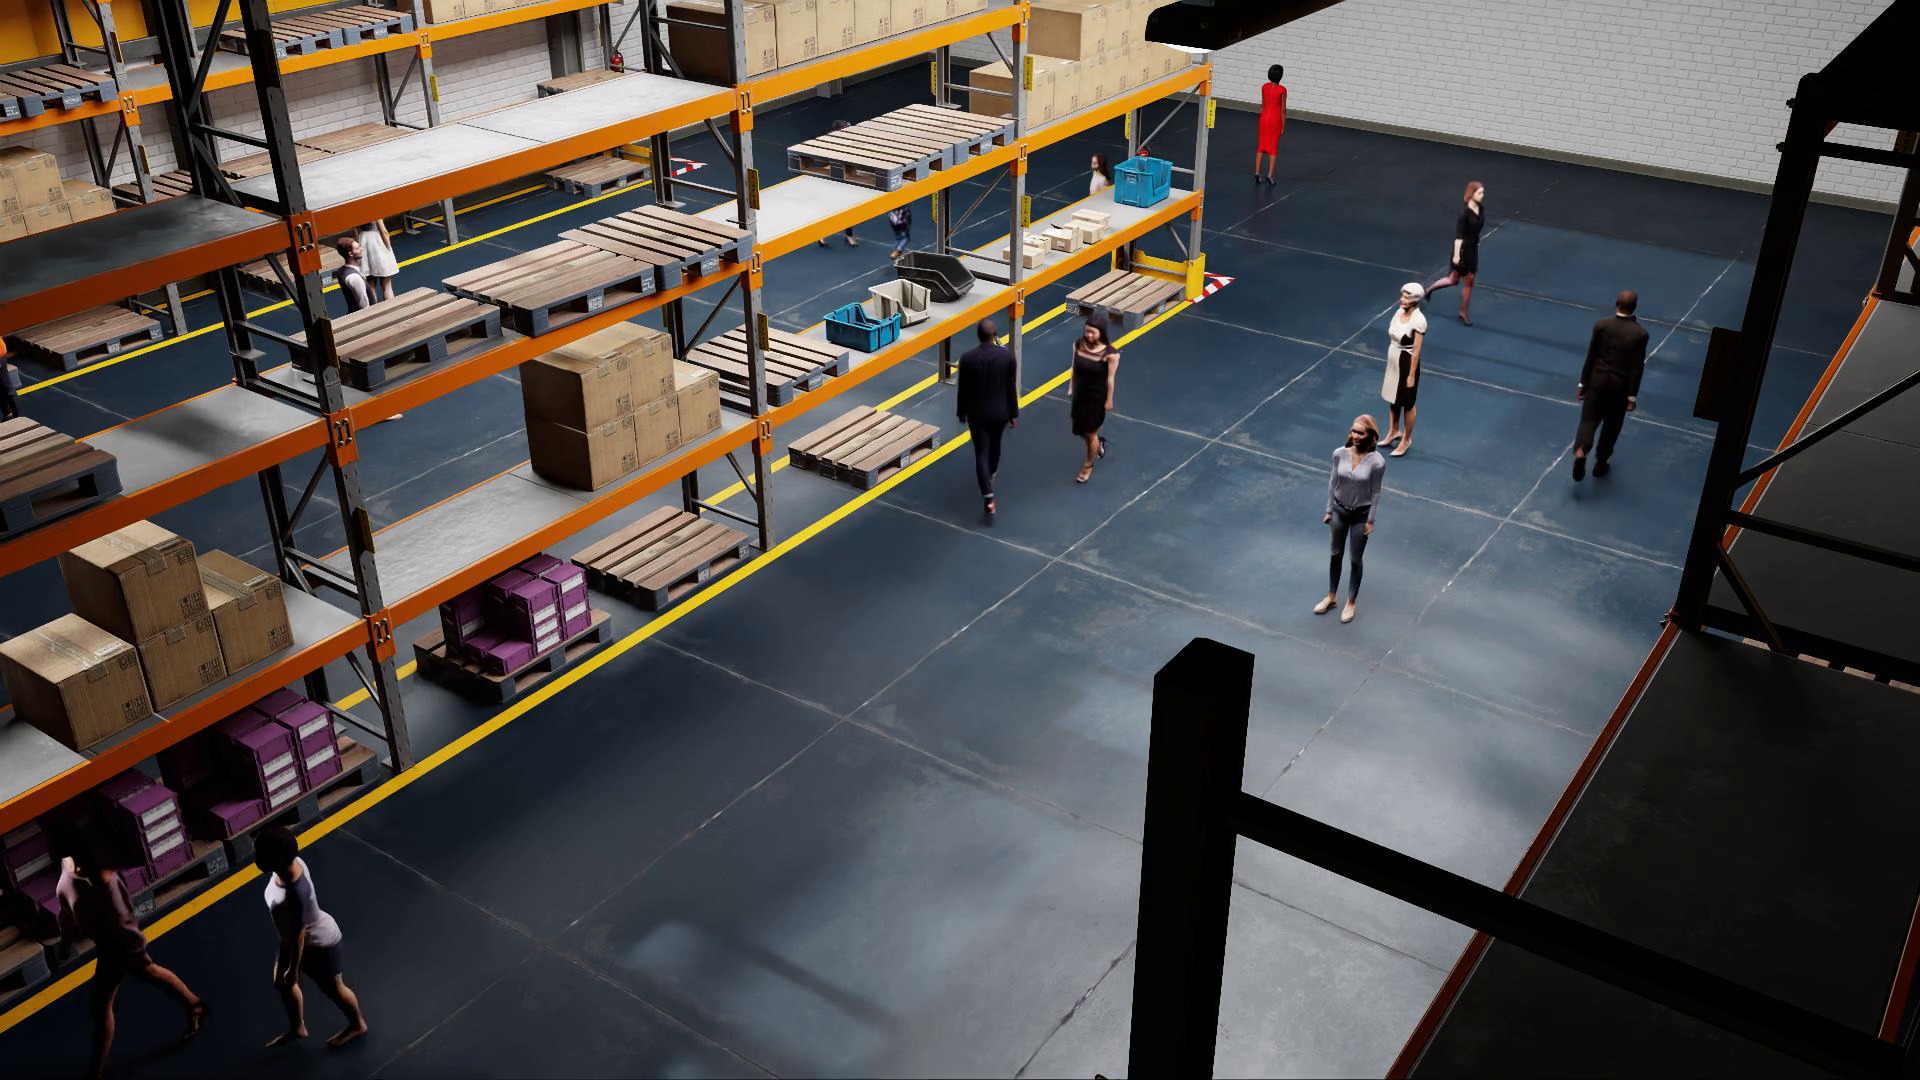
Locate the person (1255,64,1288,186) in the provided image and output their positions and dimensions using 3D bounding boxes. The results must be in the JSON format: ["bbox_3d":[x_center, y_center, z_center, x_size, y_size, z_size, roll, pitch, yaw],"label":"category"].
[{"bbox_3d":[4.530,-6.063,24.288,0.551,1.743,0.491,19,34,30],"label":"person"}]

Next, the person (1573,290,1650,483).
[{"bbox_3d":[6.065,-1.391,15.577,0.714,1.882,1.089,17,33,28],"label":"person"}]

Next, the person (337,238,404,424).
[{"bbox_3d":[-6.079,-2.150,16.910,0.700,1.939,0.731,-18,33,-29],"label":"person"}]

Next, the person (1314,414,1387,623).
[{"bbox_3d":[3.172,-0.195,13.474,0.580,1.796,0.499,19,34,31],"label":"person"}]

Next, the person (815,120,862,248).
[{"bbox_3d":[-1.693,-4.622,21.725,0.905,1.666,0.902,5,29,8],"label":"person"}]

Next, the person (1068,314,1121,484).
[{"bbox_3d":[1.278,-1.355,15.702,0.687,1.700,0.779,21,35,33],"label":"person"}]

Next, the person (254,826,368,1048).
[{"bbox_3d":[-3.574,2.213,9.320,0.825,1.547,0.703,-20,34,-32],"label":"person"}]

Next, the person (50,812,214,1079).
[{"bbox_3d":[-4.560,2.187,9.149,0.718,1.757,1.112,24,36,36],"label":"person"}]

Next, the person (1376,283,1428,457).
[{"bbox_3d":[4.345,-1.674,16.234,0.718,1.751,0.689,-9,30,-16],"label":"person"}]

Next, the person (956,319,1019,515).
[{"bbox_3d":[0.251,-1.078,15.118,1.207,1.772,1.275,-4,29,-7],"label":"person"}]

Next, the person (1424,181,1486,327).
[{"bbox_3d":[5.813,-3.358,19.391,0.955,1.683,0.822,-21,35,-34],"label":"person"}]
